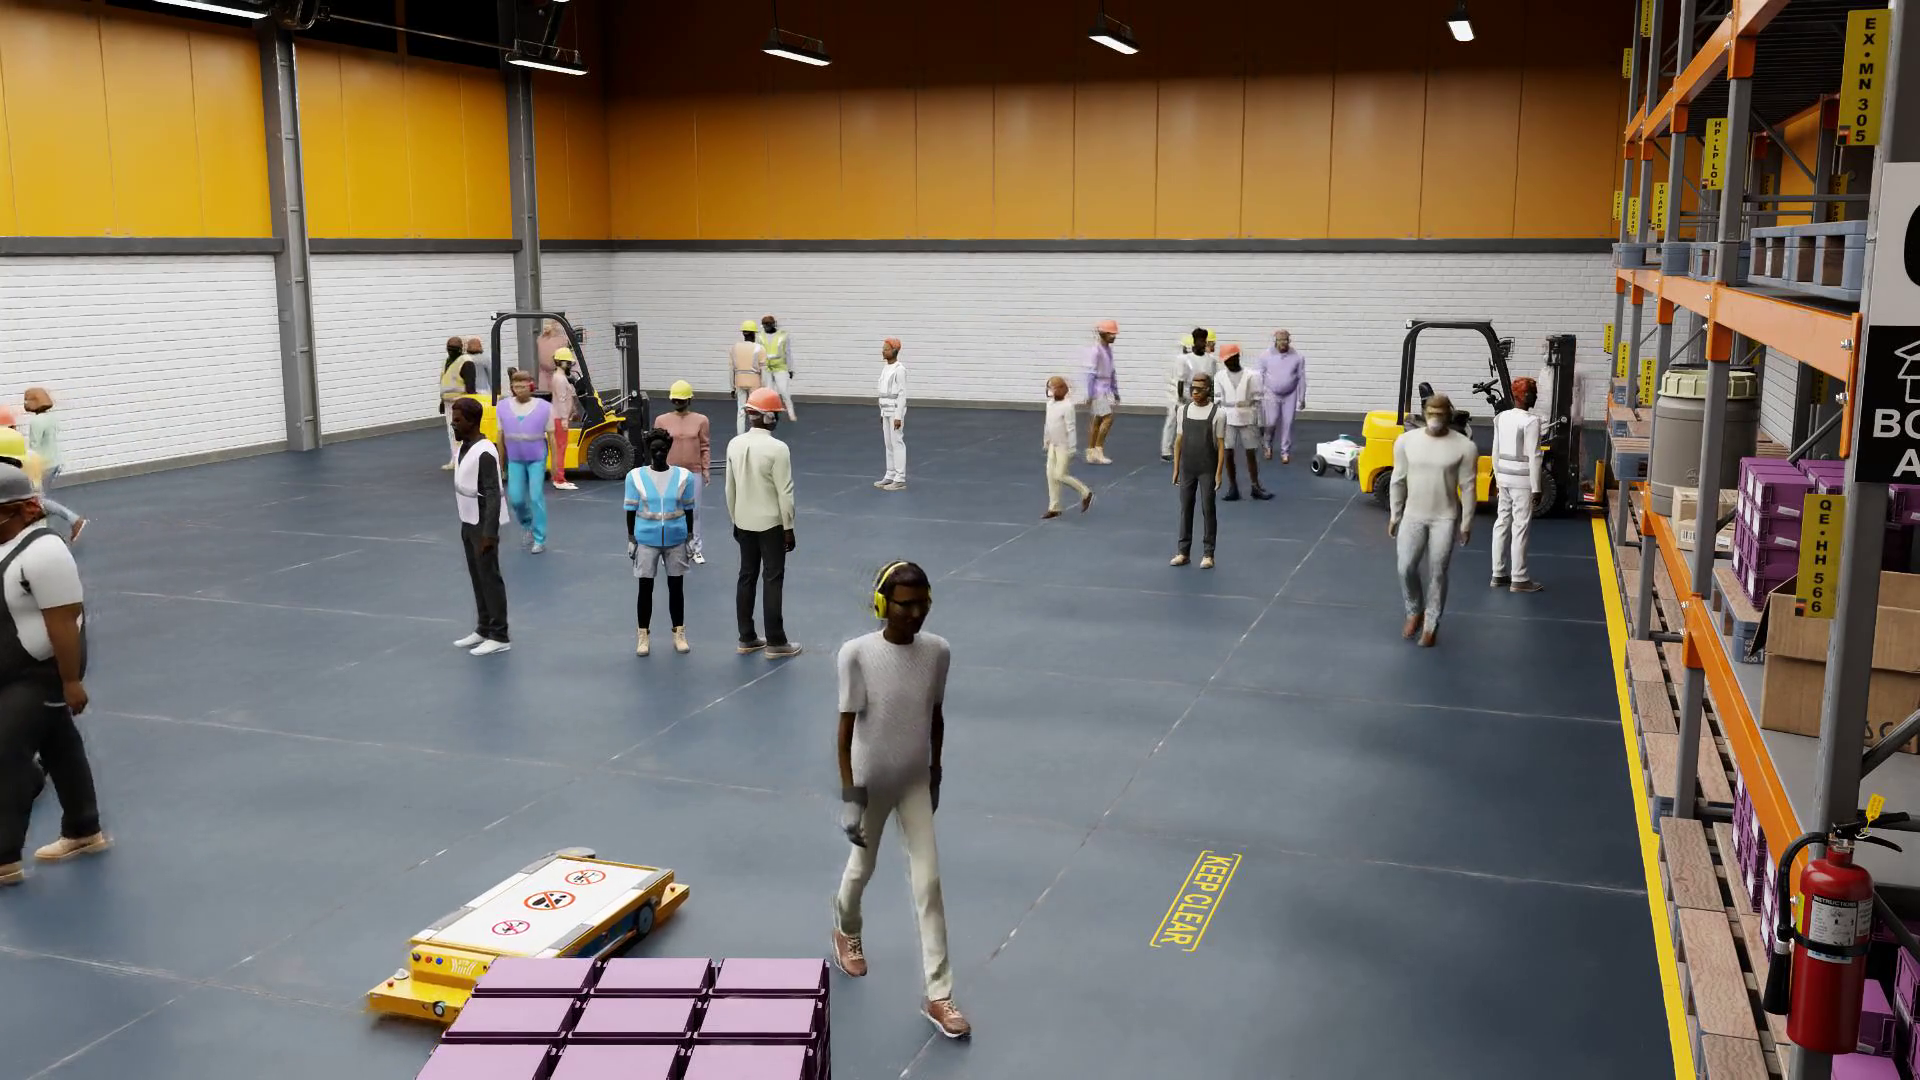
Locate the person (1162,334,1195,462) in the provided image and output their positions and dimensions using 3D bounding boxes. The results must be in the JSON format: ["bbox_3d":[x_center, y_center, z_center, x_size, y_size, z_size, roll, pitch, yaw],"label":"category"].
[{"bbox_3d":[3.162,-1.976,23.267,0.666,1.795,0.621,3,10,16],"label":"person"}]

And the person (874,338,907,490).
[{"bbox_3d":[-0.848,-1.563,20.662,0.356,1.884,0.574,-5,11,-24],"label":"person"}]

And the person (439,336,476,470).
[{"bbox_3d":[-6.772,-1.829,22.377,0.437,1.818,0.614,-9,14,-42],"label":"person"}]

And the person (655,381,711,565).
[{"bbox_3d":[-2.622,-0.635,15.787,0.526,1.762,0.336,-3,10,-14],"label":"person"}]

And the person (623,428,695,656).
[{"bbox_3d":[-2.217,0.010,12.332,0.532,1.696,0.319,-3,11,-17],"label":"person"}]

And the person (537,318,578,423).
[{"bbox_3d":[-6.768,-2.825,27.829,0.653,1.874,0.927,4,11,20],"label":"person"}]

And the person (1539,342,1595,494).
[{"bbox_3d":[7.422,-1.493,20.368,0.731,1.870,0.676,-5,11,-25],"label":"person"}]

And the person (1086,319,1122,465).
[{"bbox_3d":[2.001,-2.038,22.957,0.611,2.016,0.606,4,11,22],"label":"person"}]

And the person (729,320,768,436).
[{"bbox_3d":[-3.116,-2.281,24.594,0.591,1.923,0.381,3,10,14],"label":"person"}]

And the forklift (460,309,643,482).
[{"bbox_3d":[-5.354,-1.902,21.697,2.313,2.155,1.214,-2,10,-13],"label":"forklift"}]

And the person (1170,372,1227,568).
[{"bbox_3d":[2.245,-0.654,15.657,0.507,1.846,0.346,5,11,27],"label":"person"}]

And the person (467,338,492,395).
[{"bbox_3d":[-7.436,-2.295,25.554,0.514,1.608,0.666,1,10,7],"label":"person"}]

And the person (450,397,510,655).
[{"bbox_3d":[-3.568,-0.110,12.387,0.372,1.916,0.596,-6,12,-32],"label":"person"}]

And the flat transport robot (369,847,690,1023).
[{"bbox_3d":[-1.781,1.655,7.080,0.652,0.197,1.431,3,11,19],"label":"flat transport robot"}]

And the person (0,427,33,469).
[{"bbox_3d":[-5.890,0.260,10.307,0.382,1.917,0.585,-4,11,-24],"label":"person"}]

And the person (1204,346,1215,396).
[{"bbox_3d":[3.356,-1.902,23.269,0.312,1.637,0.512,-9,14,-42],"label":"person"}]

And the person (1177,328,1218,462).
[{"bbox_3d":[3.220,-1.929,22.659,0.625,1.914,1.023,-3,10,-16],"label":"person"}]

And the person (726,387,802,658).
[{"bbox_3d":[-1.443,-0.128,12.276,0.622,1.990,0.397,8,13,37],"label":"person"}]

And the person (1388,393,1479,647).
[{"bbox_3d":[3.552,-0.144,12.543,0.652,1.928,0.434,5,11,24],"label":"person"}]

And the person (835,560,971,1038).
[{"bbox_3d":[-0.281,0.967,6.627,0.533,1.819,0.989,-4,11,-22],"label":"person"}]

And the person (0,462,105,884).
[{"bbox_3d":[-4.579,0.618,7.940,0.861,2.000,0.712,-9,14,-43],"label":"person"}]

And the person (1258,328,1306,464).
[{"bbox_3d":[4.462,-2.000,23.113,0.668,1.888,0.423,1,10,5],"label":"person"}]

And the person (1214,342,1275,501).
[{"bbox_3d":[3.373,-1.386,19.674,0.767,1.889,0.403,3,10,15],"label":"person"}]

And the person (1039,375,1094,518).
[{"bbox_3d":[1.167,-1.032,18.433,0.504,1.615,0.528,-5,11,-26],"label":"person"}]

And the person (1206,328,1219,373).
[{"bbox_3d":[3.555,-2.146,24.098,0.404,1.828,0.598,3,10,16],"label":"person"}]

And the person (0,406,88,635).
[{"bbox_3d":[-6.930,-0.069,12.281,0.552,1.891,0.988,2,10,11],"label":"person"}]

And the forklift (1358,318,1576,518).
[{"bbox_3d":[5.787,-1.437,19.079,2.313,2.155,1.214,3,11,19],"label":"forklift"}]

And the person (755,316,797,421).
[{"bbox_3d":[-3.188,-2.940,28.647,0.719,1.810,0.513,2,10,12],"label":"person"}]

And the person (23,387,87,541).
[{"bbox_3d":[-9.150,-0.729,16.719,0.506,1.615,0.514,-2,10,-13],"label":"person"}]

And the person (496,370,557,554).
[{"bbox_3d":[-4.266,-0.766,16.355,0.632,1.817,0.460,0,10,2],"label":"person"}]

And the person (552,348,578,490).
[{"bbox_3d":[-4.931,-1.508,20.694,0.329,1.765,0.527,-3,10,-16],"label":"person"}]

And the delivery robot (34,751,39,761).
[{"bbox_3d":[-5.415,1.108,9.102,0.707,0.478,0.477,-4,11,-20],"label":"delivery robot"}]

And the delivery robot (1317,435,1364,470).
[{"bbox_3d":[4.999,-1.133,21.718,0.477,0.478,0.707,-6,12,-31],"label":"delivery robot"}]

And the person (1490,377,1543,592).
[{"bbox_3d":[4.905,-0.487,14.609,0.356,1.882,0.572,-4,11,-20],"label":"person"}]
